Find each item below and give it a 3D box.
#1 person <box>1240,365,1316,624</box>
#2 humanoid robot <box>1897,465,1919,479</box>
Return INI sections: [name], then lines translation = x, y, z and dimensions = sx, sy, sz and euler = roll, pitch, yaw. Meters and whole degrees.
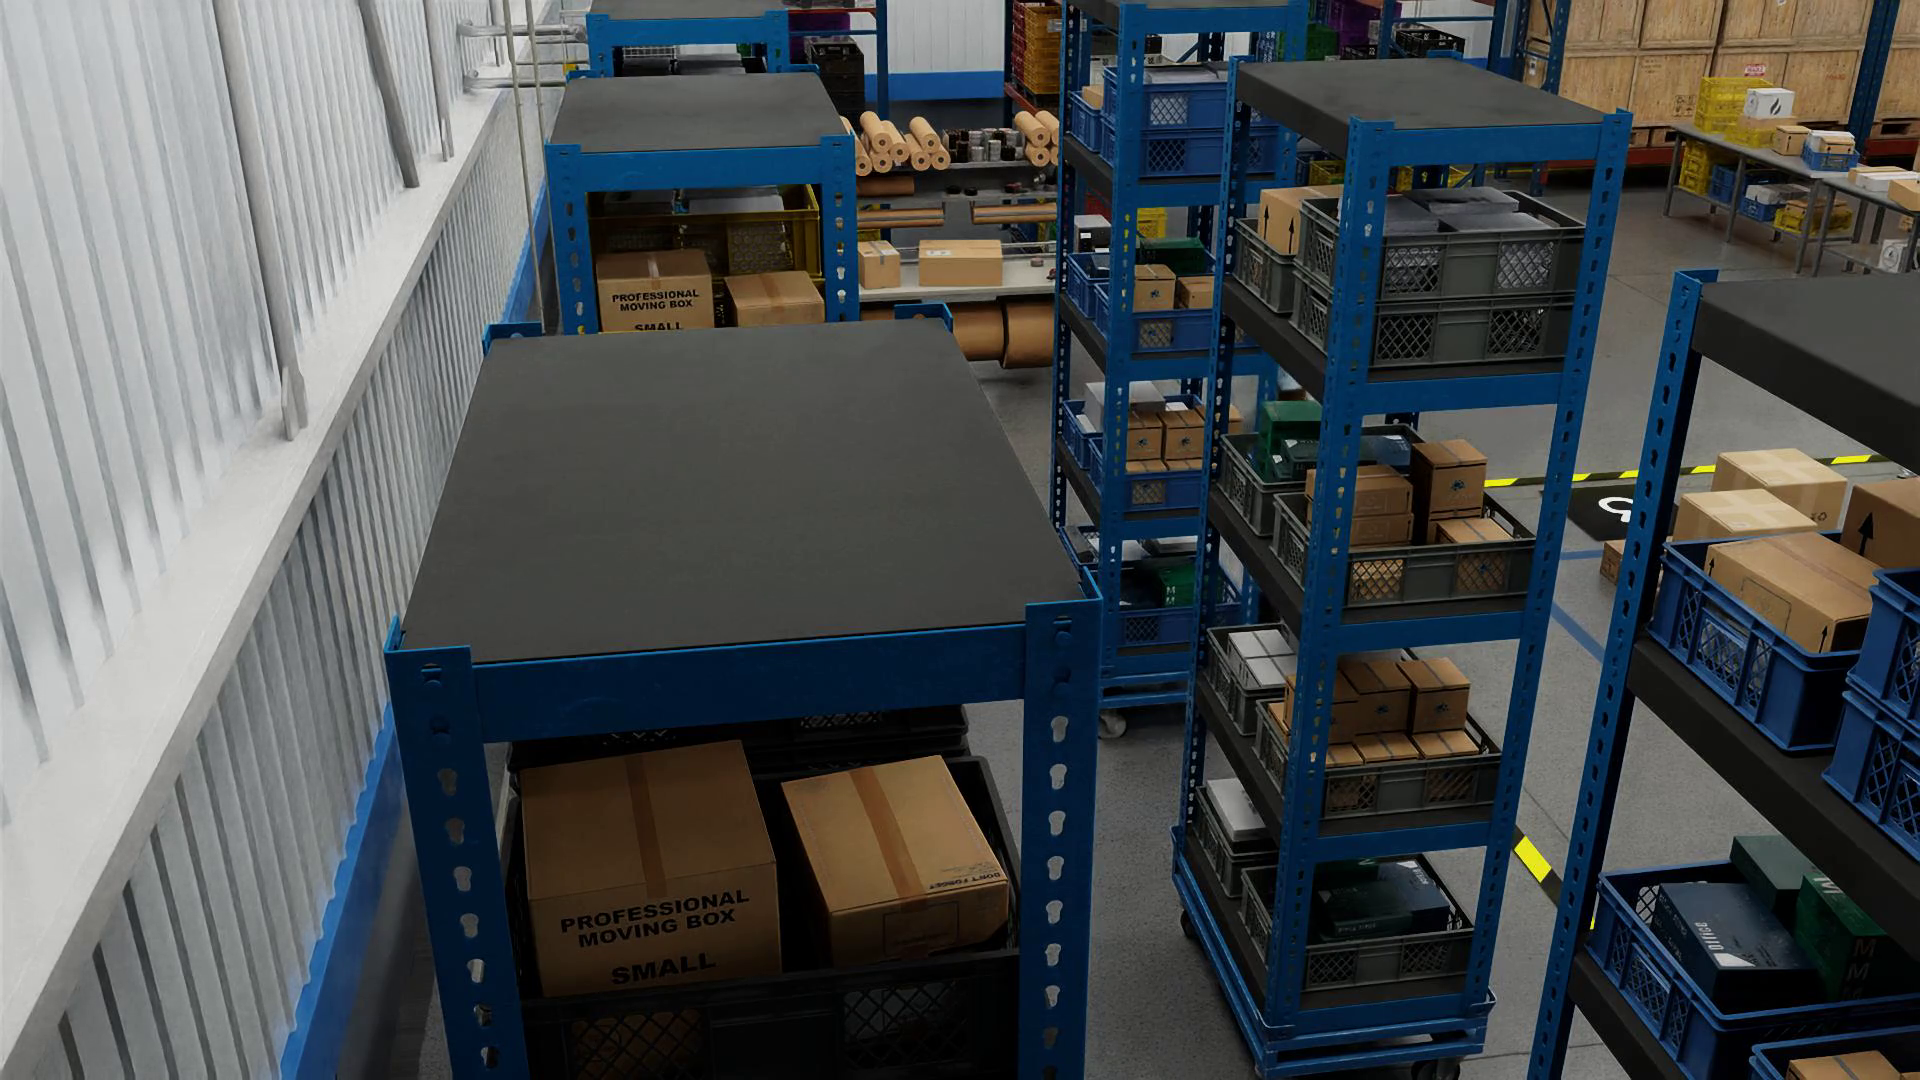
[person]
translation = 1.709, -0.174, 8.830
dimensions = 0.583, 1.812, 0.872
euler = -3, 25, -6
[humanoid robot]
translation = 6.431, -1.145, 10.874
dimensions = 0.735, 1.673, 0.533
euler = -11, 27, -22
